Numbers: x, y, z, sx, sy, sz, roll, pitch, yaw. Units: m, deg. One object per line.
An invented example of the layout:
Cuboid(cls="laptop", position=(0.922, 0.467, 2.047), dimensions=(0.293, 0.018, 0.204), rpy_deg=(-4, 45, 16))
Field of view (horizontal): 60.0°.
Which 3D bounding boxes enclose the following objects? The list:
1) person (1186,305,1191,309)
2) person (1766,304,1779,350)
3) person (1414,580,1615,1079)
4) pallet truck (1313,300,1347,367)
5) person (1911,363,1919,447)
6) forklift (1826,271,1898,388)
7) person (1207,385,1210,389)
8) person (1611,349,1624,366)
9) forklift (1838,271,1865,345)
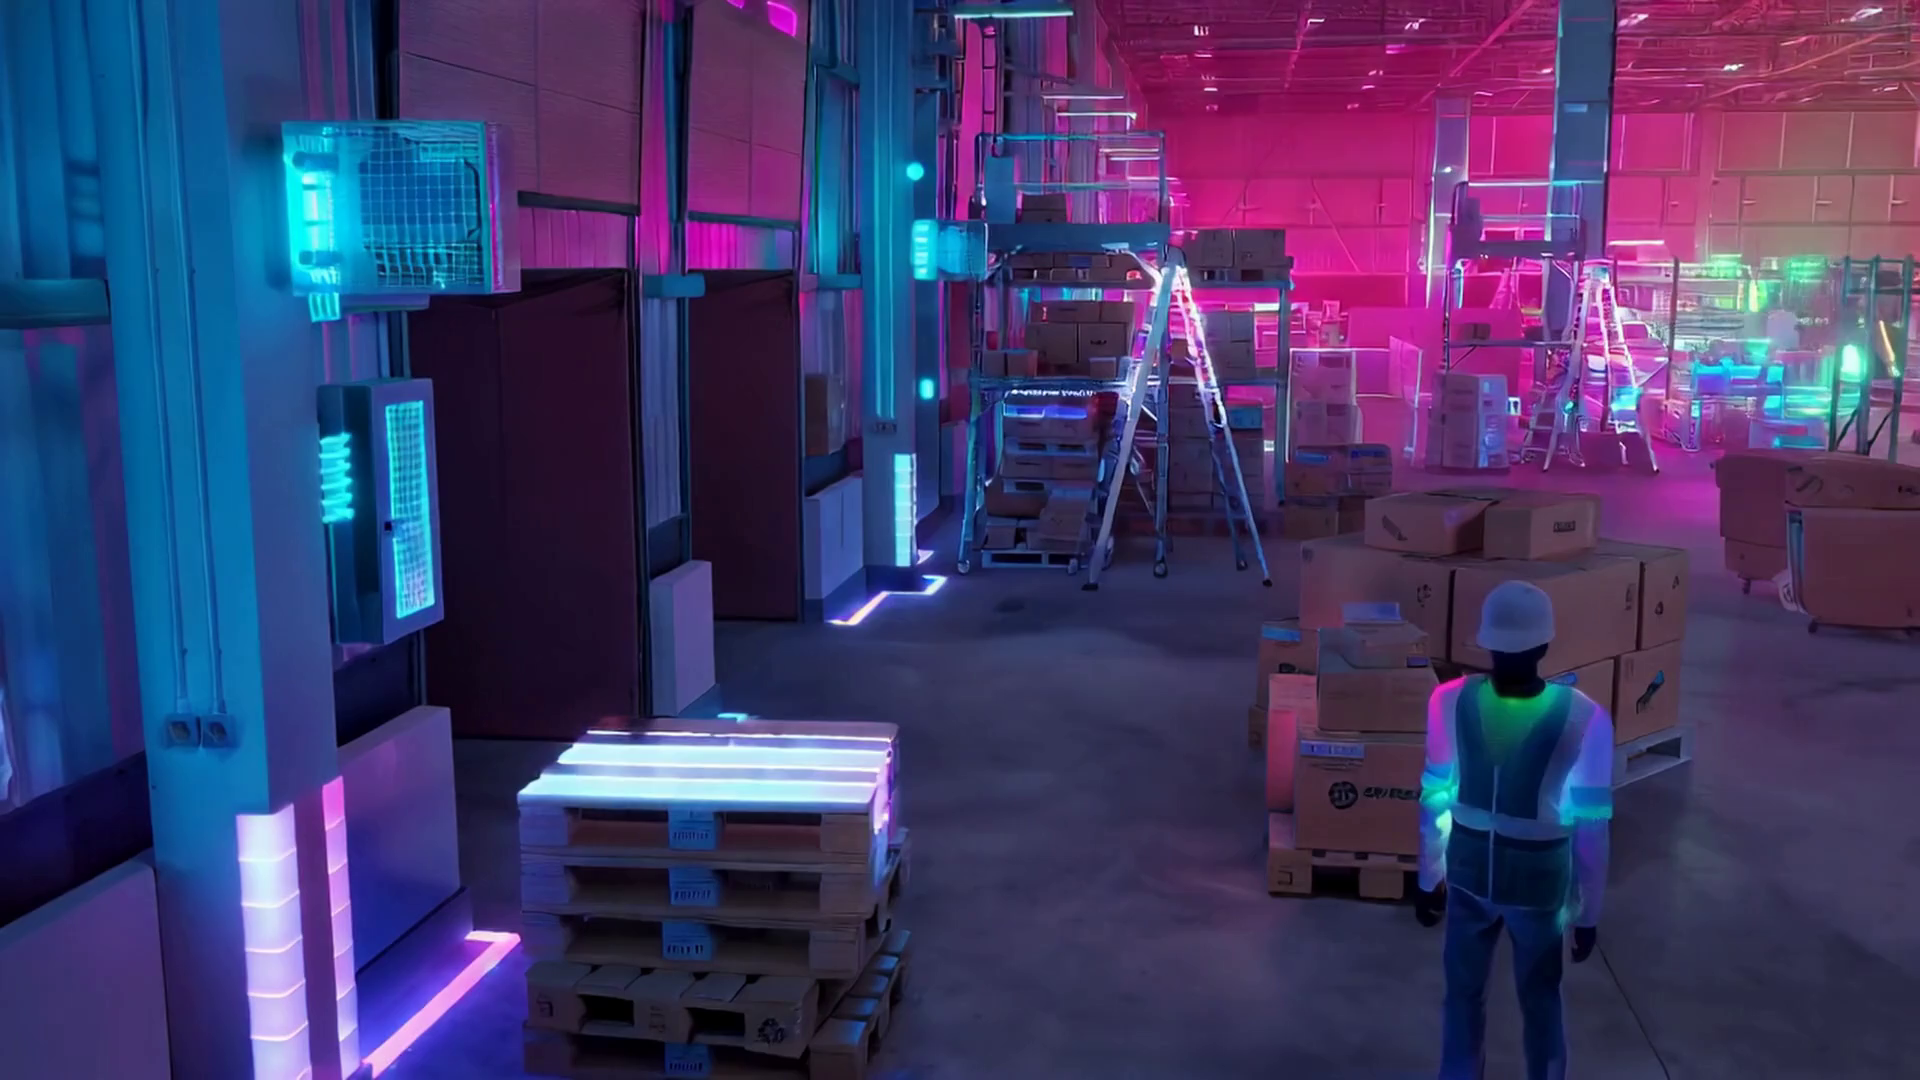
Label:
Cuboid(cls="person", position=(6.174, -5.356, 44.732), dimensions=(0.544, 1.930, 0.389), rpy_deg=(-5, 11, -30))
Cuboid(cls="person", position=(22.292, -5.522, 45.719), dimensions=(0.372, 1.940, 0.630), rpy_deg=(3, 10, 20))
Cuboid(cls="person", position=(1.696, 1.064, 5.175), dimensions=(0.590, 1.918, 0.398), rpy_deg=(8, 12, 40))
Cuboid(cls="pallet truck", position=(11.159, -6.200, 49.718), dimensions=(0.823, 1.965, 1.885), rpy_deg=(4, 10, 26))
Cuboid(cls="person", position=(15.642, -2.368, 26.888), dimensions=(0.319, 1.739, 0.484), rpy_deg=(9, 13, 43))
Cuboid(cls="forklift", position=(21.072, -4.771, 38.191), dimensions=(1.873, 2.768, 1.129), rpy_deg=(1, 9, 9))
Cuboid(cls="person", position=(5.168, -3.652, 35.141), dimensions=(0.323, 1.631, 0.523), rpy_deg=(-5, 11, -29))
Cuboid(cls="person", position=(14.815, -4.211, 37.726), dimensions=(0.592, 1.913, 0.341), rpy_deg=(1, 9, 5))
Cuboid(cls="forklift", position=(25.532, -6.327, 47.788), dimensions=(1.873, 2.768, 1.129), rpy_deg=(1, 9, 9))
